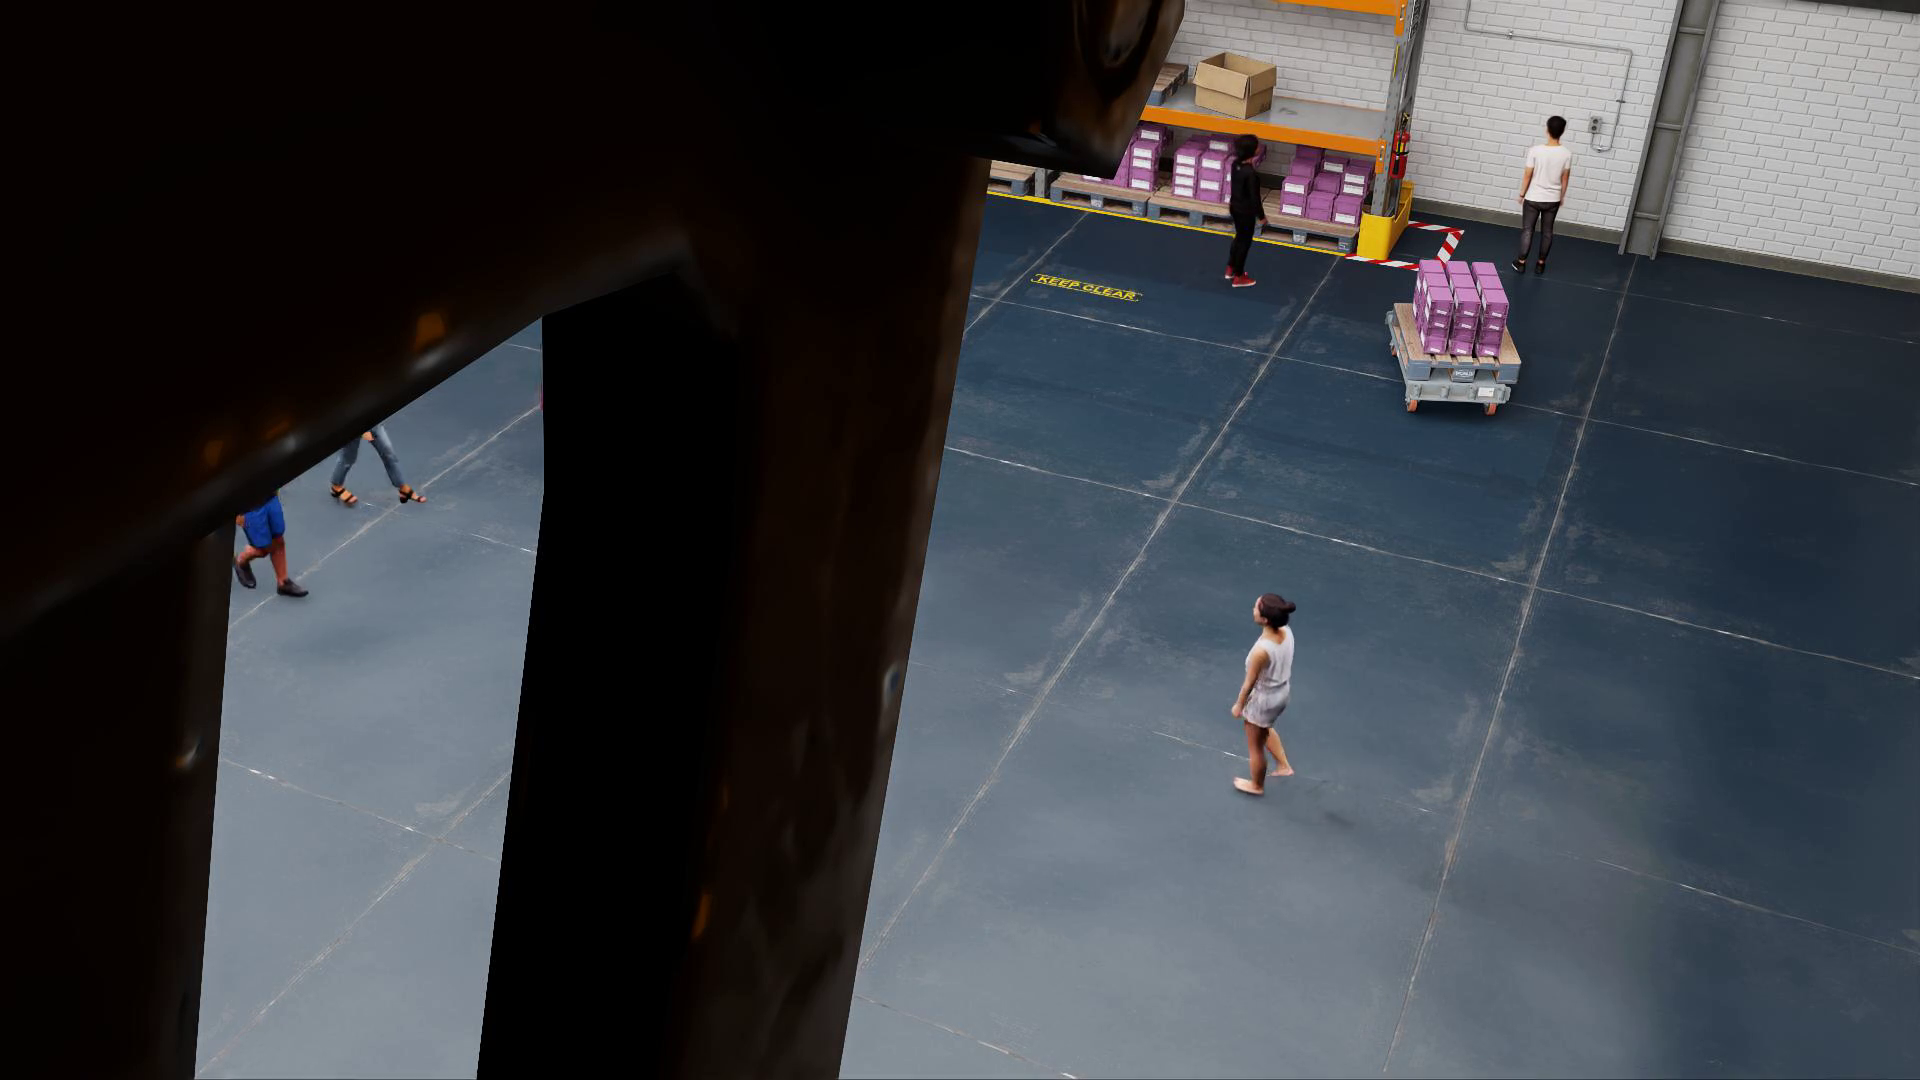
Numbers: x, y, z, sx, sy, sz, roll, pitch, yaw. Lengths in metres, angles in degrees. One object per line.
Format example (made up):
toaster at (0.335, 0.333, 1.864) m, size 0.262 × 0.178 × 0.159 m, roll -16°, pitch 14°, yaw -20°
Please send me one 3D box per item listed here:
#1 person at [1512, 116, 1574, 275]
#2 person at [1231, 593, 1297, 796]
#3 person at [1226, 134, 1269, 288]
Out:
person at (6.224, -3.683, 17.756) m, size 0.570 × 1.717 × 0.740 m, roll 5°, pitch 34°, yaw 7°
person at (2.039, 1.046, 10.740) m, size 0.655 × 1.608 × 0.603 m, roll 23°, pitch 40°, yaw 30°
person at (2.935, -3.428, 17.414) m, size 0.785 × 1.672 × 0.731 m, roll -10°, pitch 35°, yaw -15°
